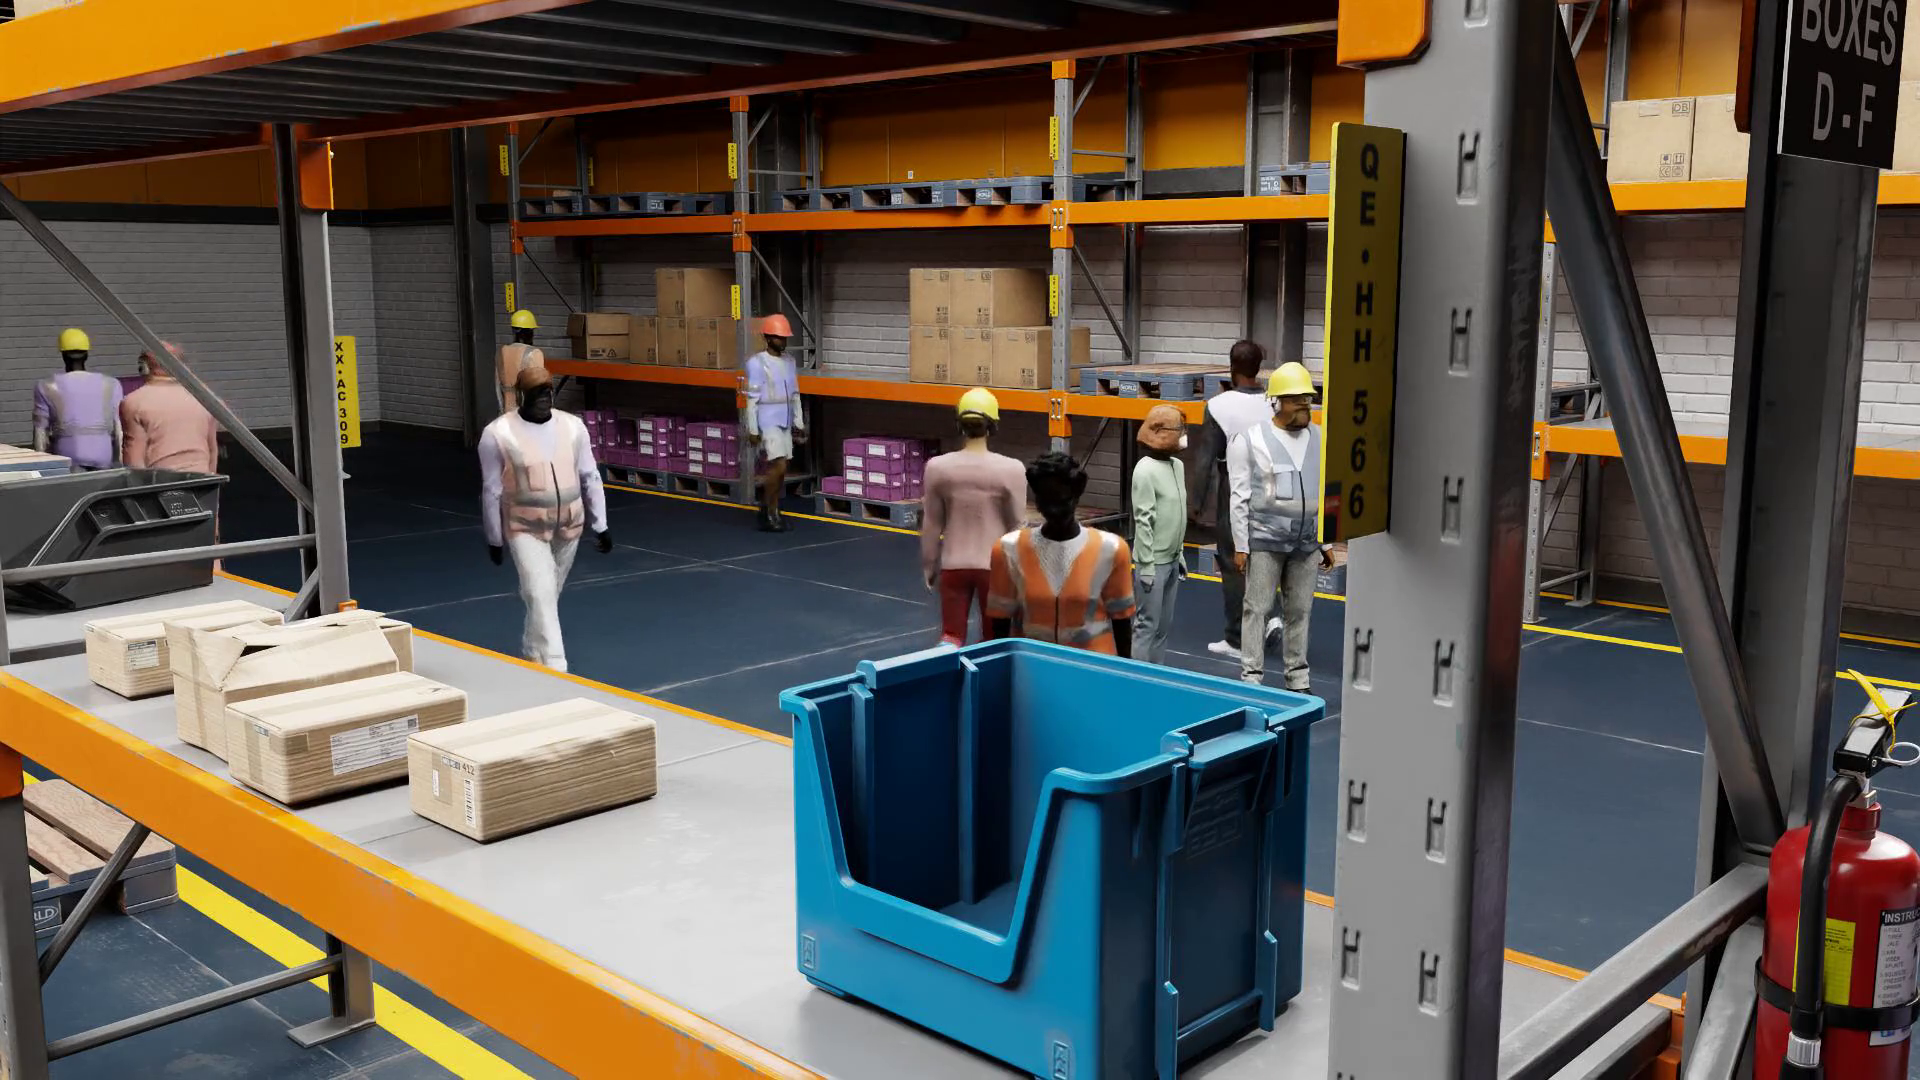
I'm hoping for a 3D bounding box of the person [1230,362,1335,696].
[{"bbox_3d":[1.693,-0.005,8.667,0.591,1.837,0.403,-3,10,-16],"label":"person"}]

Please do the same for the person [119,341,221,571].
[{"bbox_3d":[-4.969,-0.301,10.390,0.931,1.862,0.669,6,11,33],"label":"person"}]

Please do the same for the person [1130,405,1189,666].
[{"bbox_3d":[1.031,0.122,8.511,0.282,1.632,0.500,5,10,28],"label":"person"}]

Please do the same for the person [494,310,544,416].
[{"bbox_3d":[-4.165,-1.230,15.898,0.589,1.928,0.385,5,11,29],"label":"person"}]

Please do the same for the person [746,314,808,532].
[{"bbox_3d":[-1.577,-1.014,14.598,0.466,1.924,0.548,6,11,31],"label":"person"}]

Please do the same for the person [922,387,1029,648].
[{"bbox_3d":[0.060,0.139,8.055,0.533,1.751,0.592,3,10,17],"label":"person"}]

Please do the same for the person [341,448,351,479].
[{"bbox_3d":[-6.963,-1.575,18.229,0.506,1.861,0.319,0,9,1],"label":"person"}]

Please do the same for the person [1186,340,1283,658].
[{"bbox_3d":[1.676,-0.235,9.907,0.615,1.900,0.446,-5,11,-30],"label":"person"}]

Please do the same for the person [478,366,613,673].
[{"bbox_3d":[-2.271,-0.057,9.132,0.637,1.792,0.960,-8,12,-39],"label":"person"}]

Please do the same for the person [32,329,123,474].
[{"bbox_3d":[-6.511,-0.620,12.318,0.606,1.873,0.986,-8,12,-40],"label":"person"}]

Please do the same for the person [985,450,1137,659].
[{"bbox_3d":[0.357,0.510,5.989,0.535,1.681,0.373,2,9,10],"label":"person"}]
